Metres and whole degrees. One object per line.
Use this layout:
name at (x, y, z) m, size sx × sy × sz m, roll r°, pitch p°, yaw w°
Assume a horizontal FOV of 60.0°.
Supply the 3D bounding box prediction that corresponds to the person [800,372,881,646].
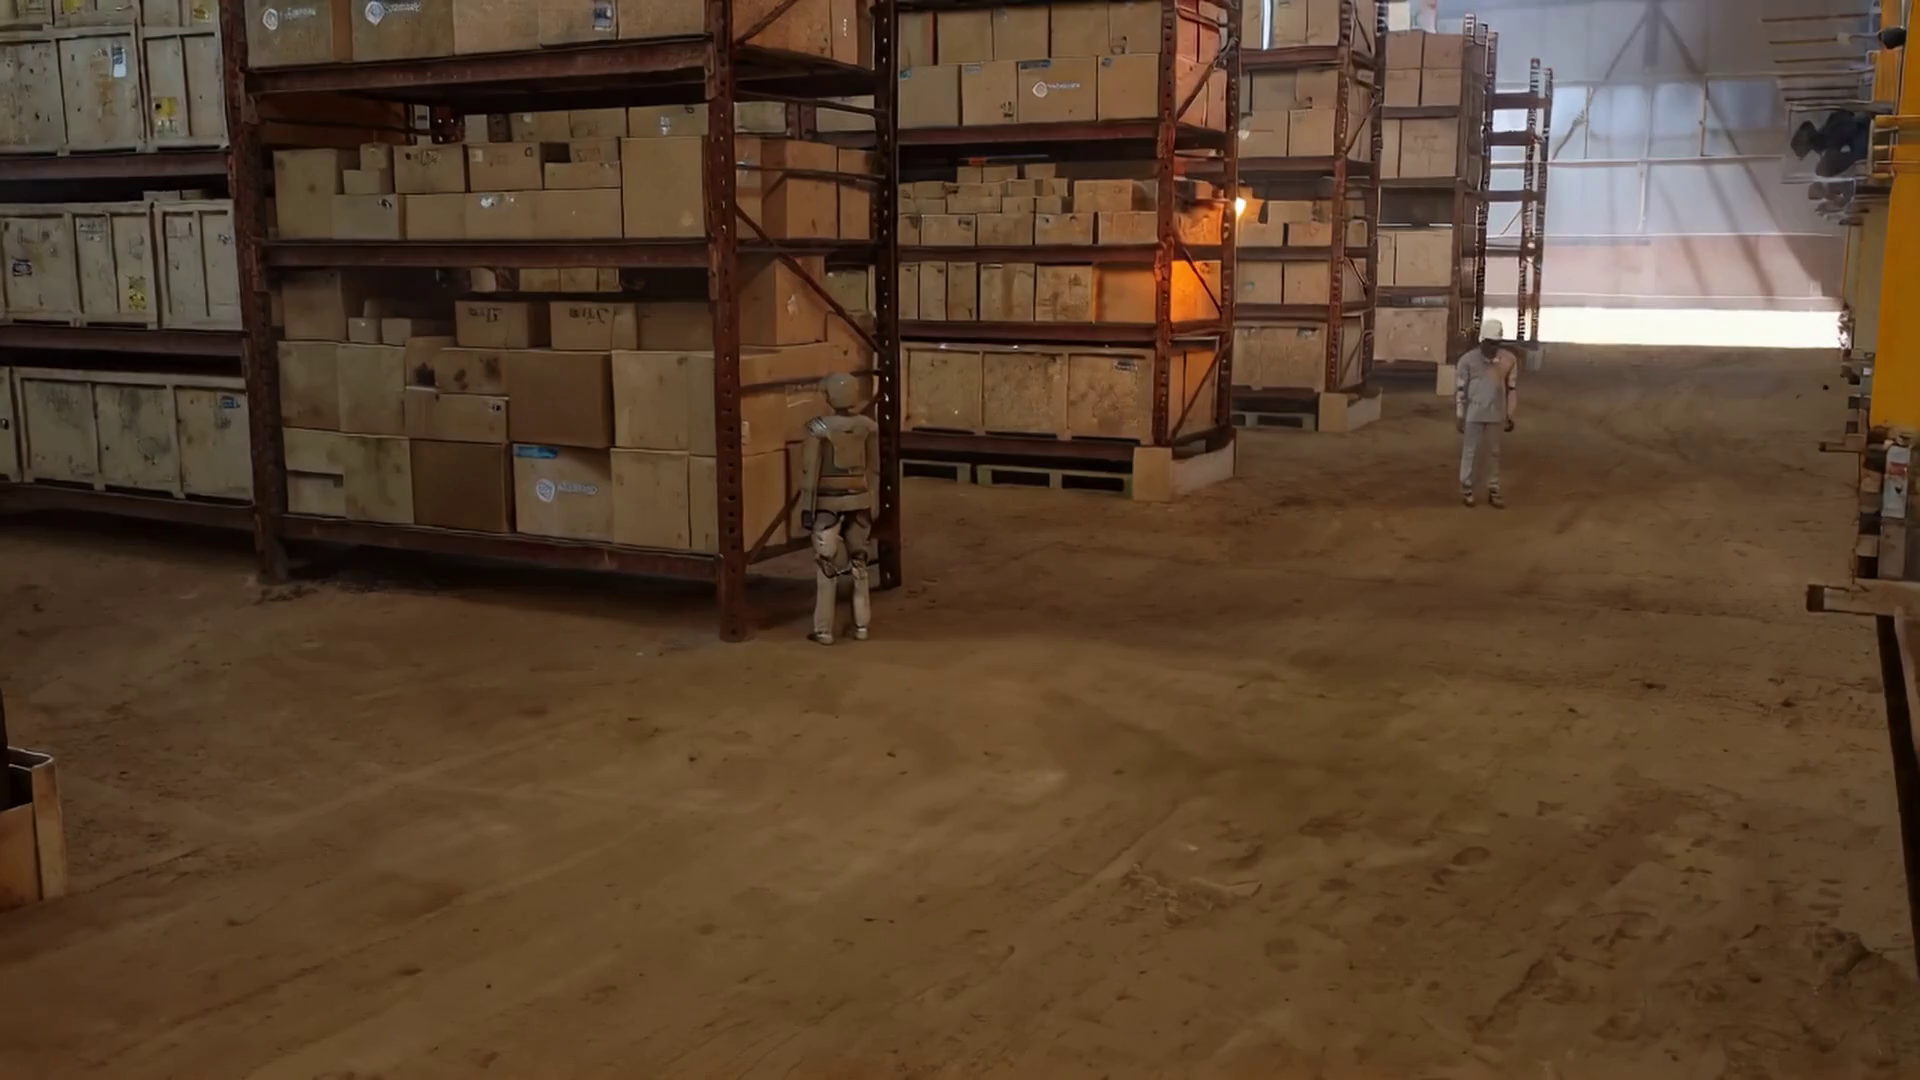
person at (-0.703, -0.182, 9.920) m, size 0.523 × 1.631 × 0.317 m, roll -6°, pitch 11°, yaw -31°

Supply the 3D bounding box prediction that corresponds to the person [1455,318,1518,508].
person at (4.817, -1.154, 15.211) m, size 0.566 × 1.744 × 0.349 m, roll 0°, pitch 10°, yaw -2°
